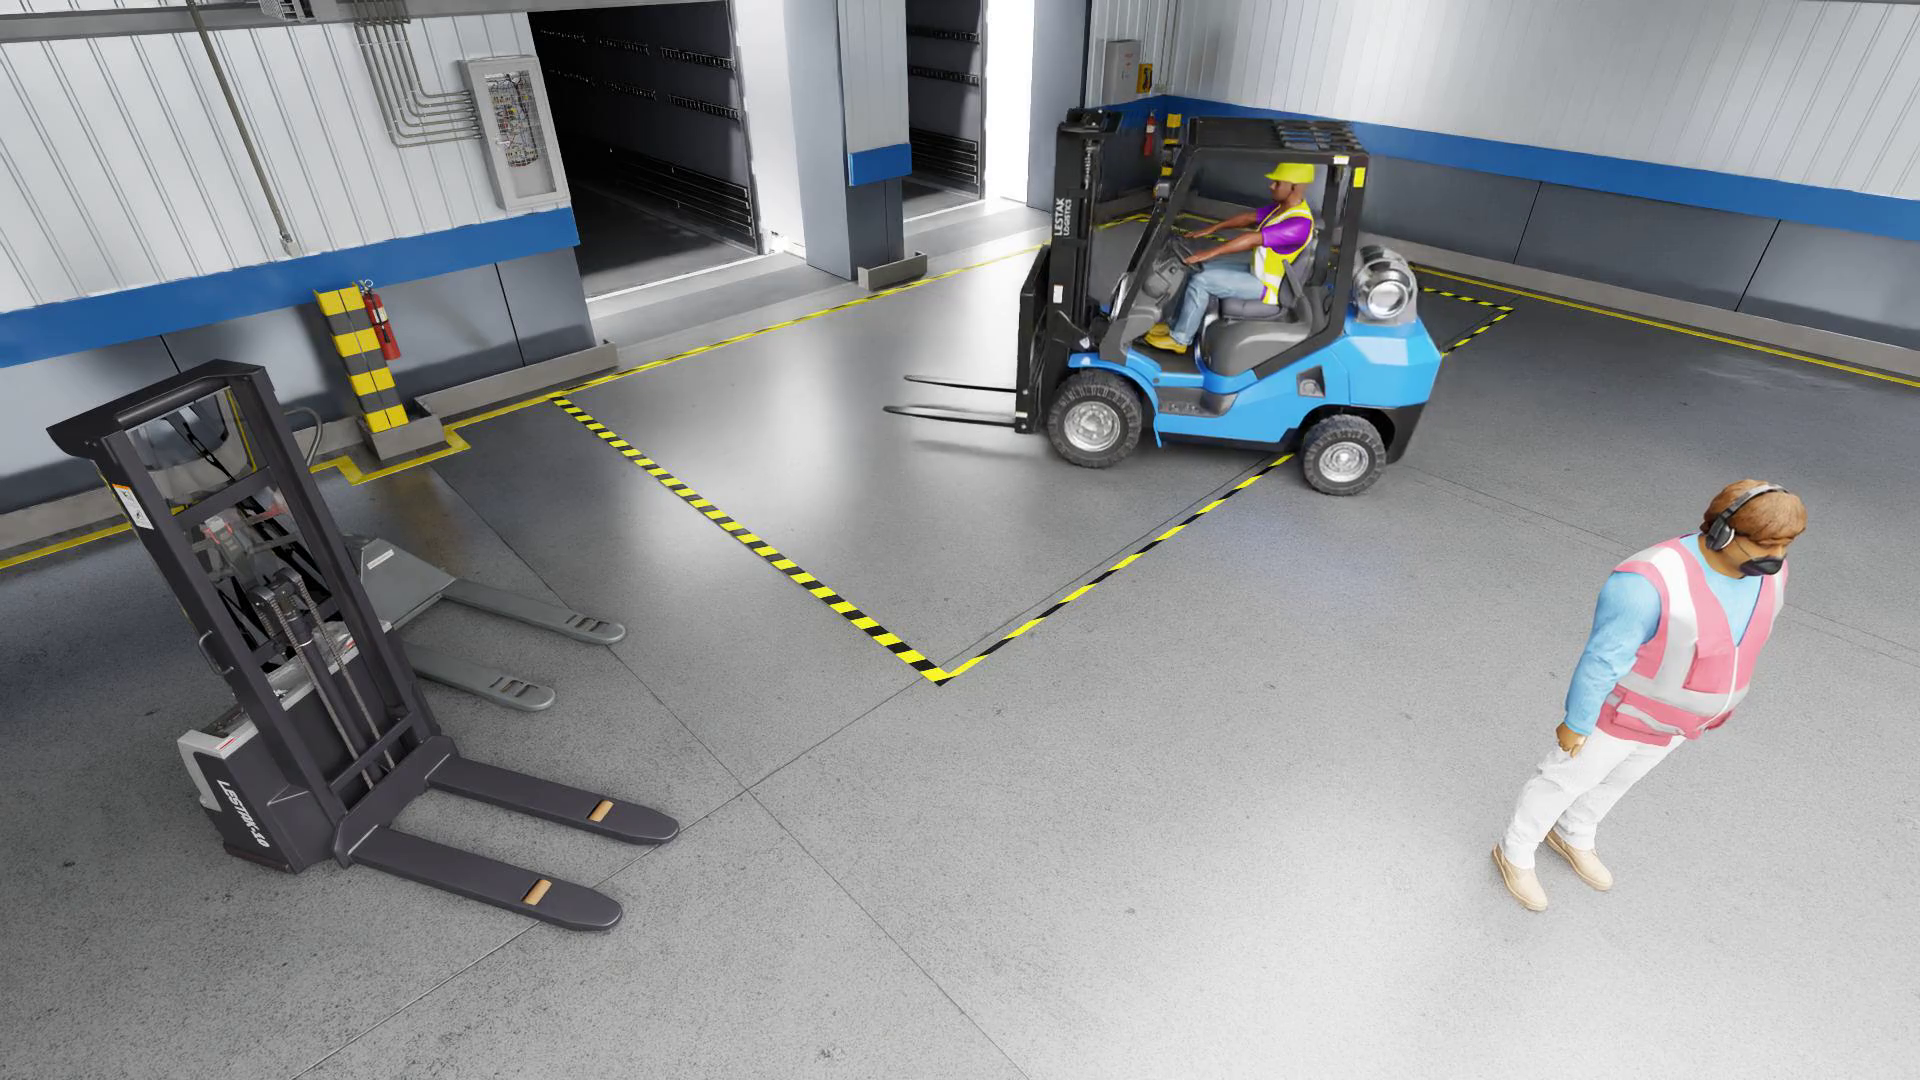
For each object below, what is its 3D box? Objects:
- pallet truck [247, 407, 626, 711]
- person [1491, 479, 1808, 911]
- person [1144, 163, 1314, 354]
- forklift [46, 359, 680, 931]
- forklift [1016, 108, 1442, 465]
[{"bbox_3d":[-2.628,0.038,4.590,1.601,1.201,0.680,12,36,18],"label":"pallet truck"},{"bbox_3d":[2.407,0.596,3.235,0.632,1.841,0.429,-9,35,-12],"label":"person"},{"bbox_3d":[1.761,-1.885,6.097,1.004,1.294,0.635,7,35,10],"label":"person"},{"bbox_3d":[-2.135,0.422,3.354,1.885,1.965,0.823,10,35,14],"label":"forklift"},{"bbox_3d":[1.818,-1.719,6.185,2.680,2.036,1.157,7,35,10],"label":"forklift"}]
